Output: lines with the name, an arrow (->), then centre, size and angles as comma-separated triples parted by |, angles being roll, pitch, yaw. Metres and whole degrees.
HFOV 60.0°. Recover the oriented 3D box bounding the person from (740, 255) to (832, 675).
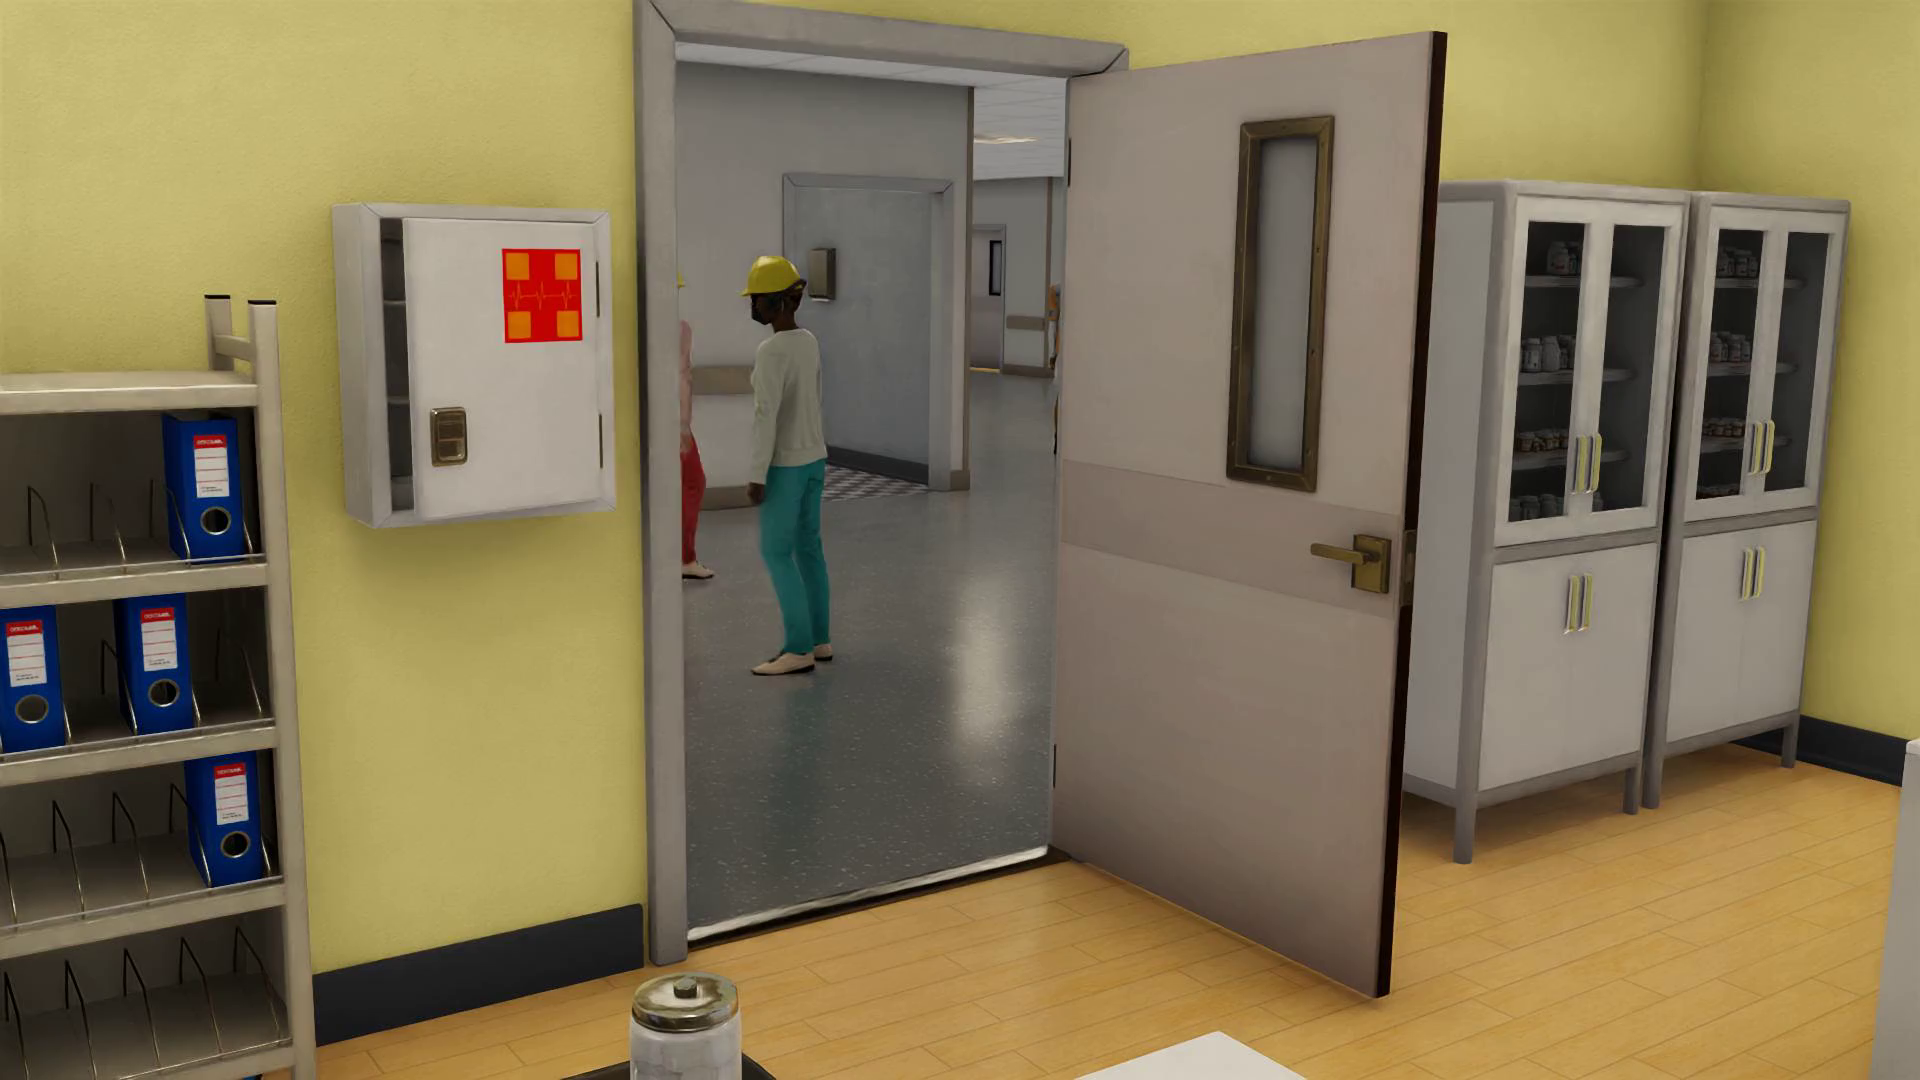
person -> -0.748, -0.316, 7.060 | 0.378, 1.758, 0.531 | 4, 10, 18
